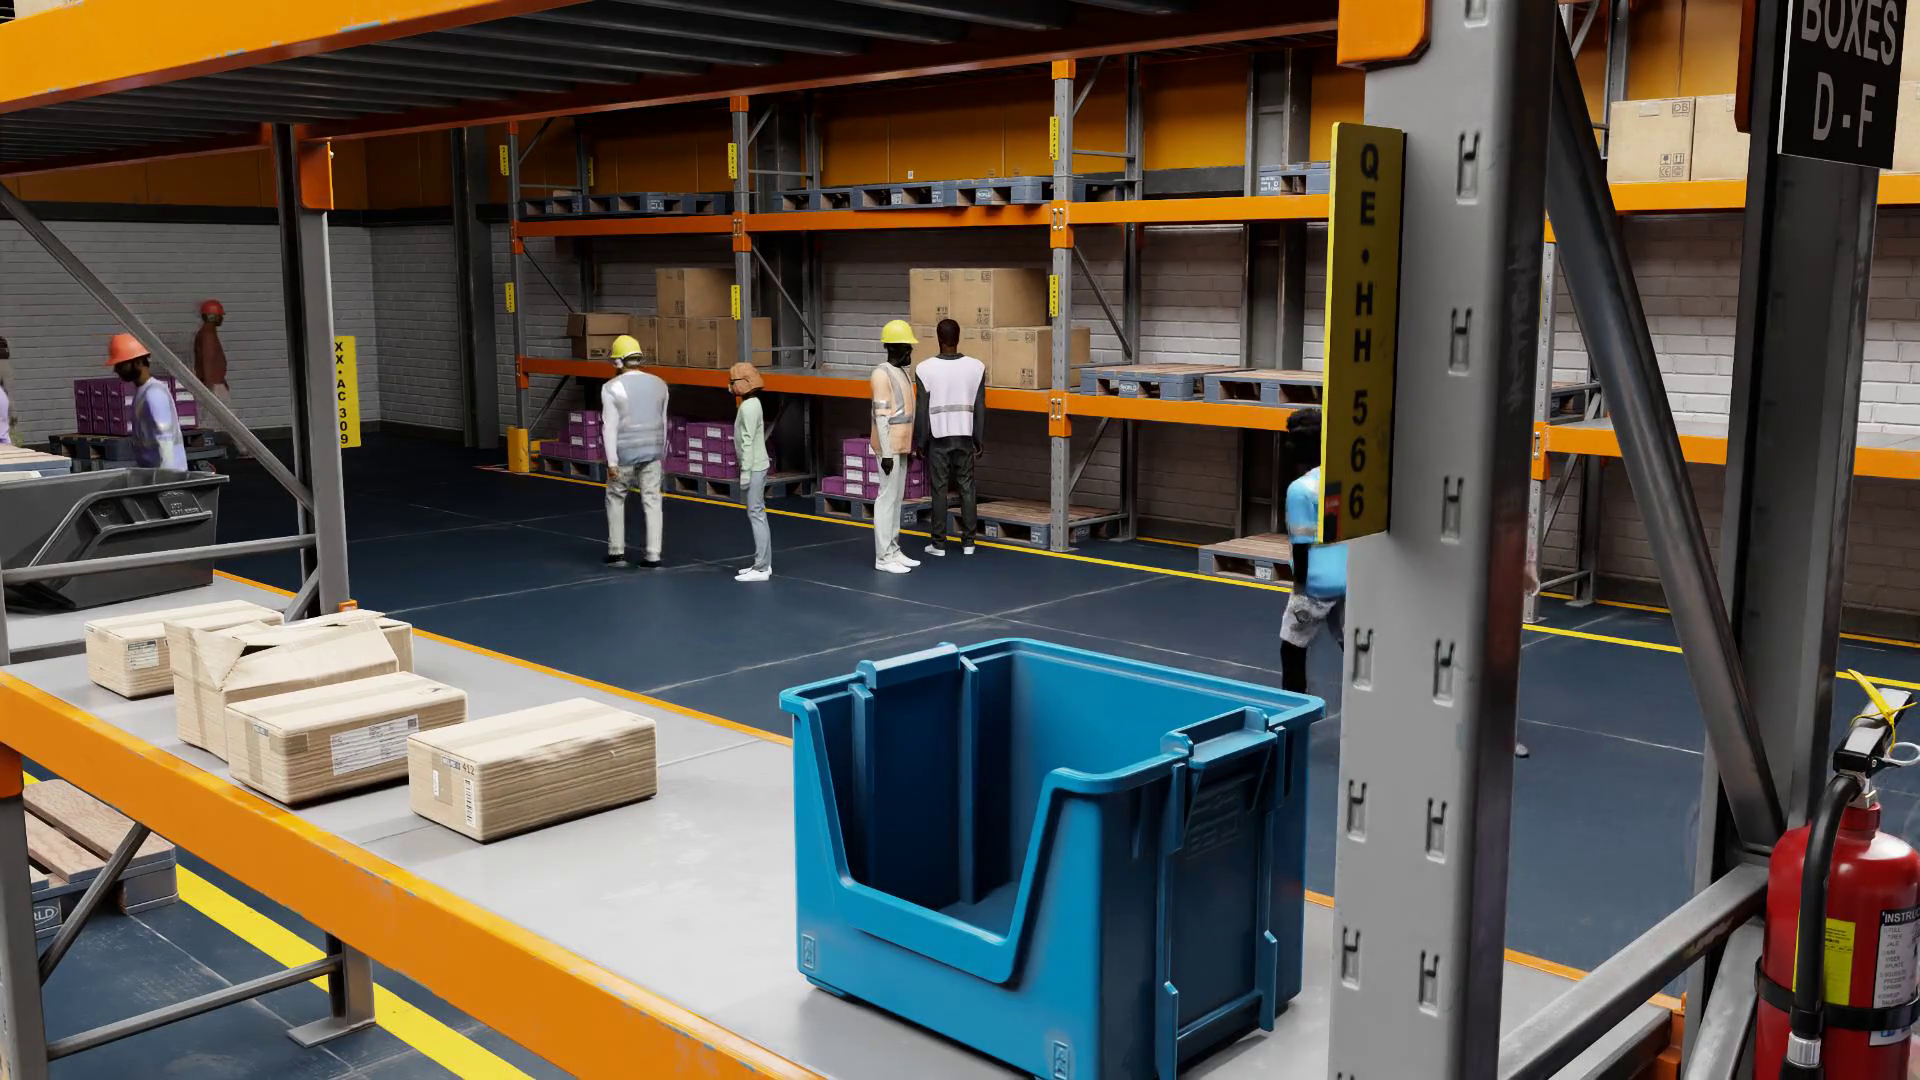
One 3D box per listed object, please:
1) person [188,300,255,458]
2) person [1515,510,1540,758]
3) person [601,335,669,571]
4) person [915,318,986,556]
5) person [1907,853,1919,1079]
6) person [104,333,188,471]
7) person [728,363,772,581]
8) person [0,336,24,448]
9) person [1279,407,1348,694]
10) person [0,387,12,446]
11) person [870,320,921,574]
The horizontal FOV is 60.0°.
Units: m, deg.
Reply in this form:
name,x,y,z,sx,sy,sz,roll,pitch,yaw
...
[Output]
name,x,y,z,sx,sy,sz,roll,pitch,yaw
person,-9.077,-1.929,20.146,1.020,1.951,0.621,-6,11,-31
person,2.501,0.136,8.183,0.539,1.706,0.888,-4,10,-24
person,-2.527,-0.661,12.809,0.593,1.806,0.665,-7,12,-37
person,-0.077,-0.823,13.437,0.593,1.919,0.391,-3,10,-15
person,1.762,0.982,2.665,0.537,1.819,0.652,8,13,42
person,-5.446,-0.454,11.264,0.514,1.900,0.700,-5,11,-30
person,-1.564,-0.508,12.405,0.294,1.622,0.495,-1,9,-5
person,-10.149,-1.338,17.515,0.500,1.620,0.435,4,10,22
person,1.725,0.215,7.853,0.551,1.668,0.586,-9,13,-42
person,-6.141,-0.308,10.210,0.633,1.940,0.368,-9,13,-43
person,-0.491,-0.717,12.751,0.369,1.928,0.585,2,10,13
